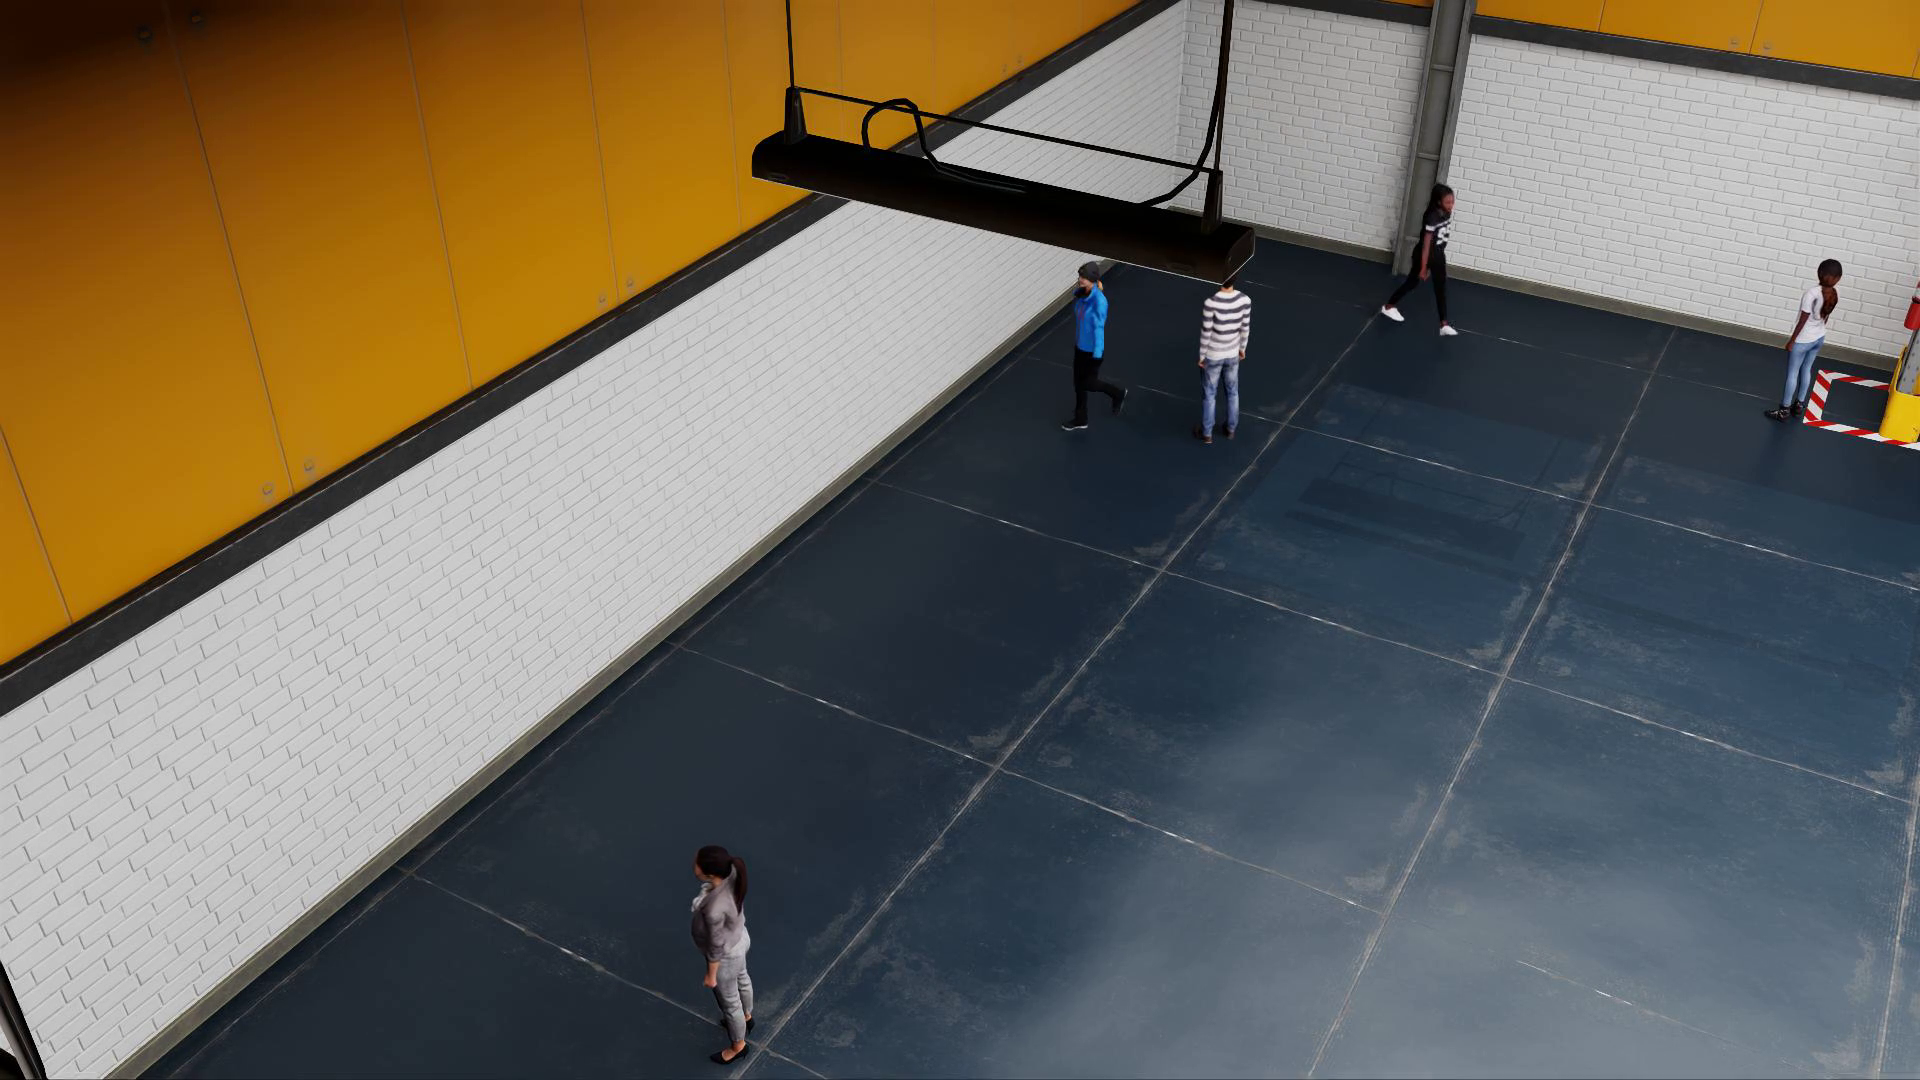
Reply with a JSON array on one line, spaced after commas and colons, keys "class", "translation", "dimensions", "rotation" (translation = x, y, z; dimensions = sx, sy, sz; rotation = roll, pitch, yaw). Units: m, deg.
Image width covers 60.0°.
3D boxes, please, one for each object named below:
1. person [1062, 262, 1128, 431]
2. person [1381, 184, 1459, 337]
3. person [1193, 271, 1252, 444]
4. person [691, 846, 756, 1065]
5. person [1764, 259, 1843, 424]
[{"class": "person", "translation": [1.340, -1.874, 16.231], "dimensions": [0.995, 1.778, 0.982], "rotation": [-13, 36, -18]}, {"class": "person", "translation": [5.025, -3.059, 18.107], "dimensions": [1.294, 1.675, 0.910], "rotation": [27, 42, 35]}, {"class": "person", "translation": [2.530, -1.811, 16.073], "dimensions": [0.707, 1.849, 0.767], "rotation": [-8, 35, -12]}, {"class": "person", "translation": [-1.381, 2.434, 9.838], "dimensions": [0.707, 1.680, 0.701], "rotation": [5, 34, 7]}, {"class": "person", "translation": [8.381, -1.978, 16.441], "dimensions": [0.669, 1.720, 0.693], "rotation": [-16, 37, -22]}]
